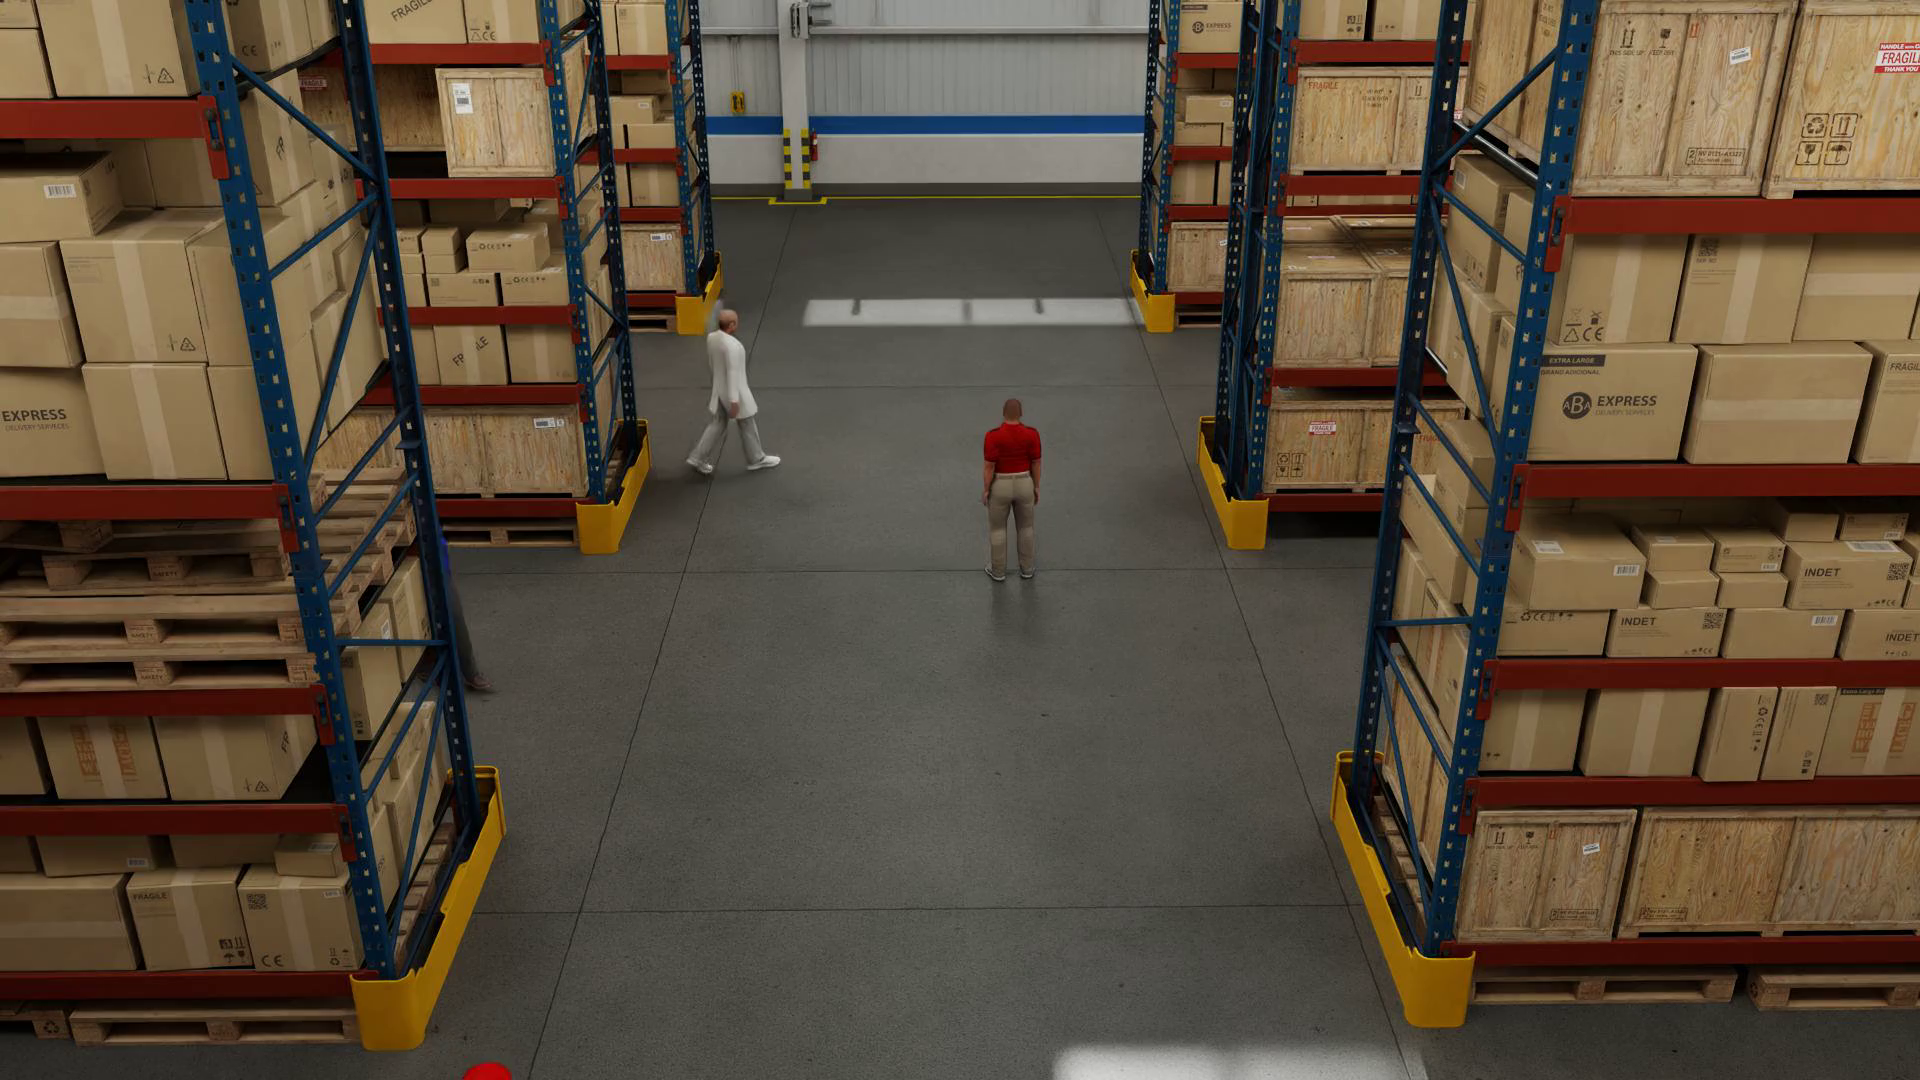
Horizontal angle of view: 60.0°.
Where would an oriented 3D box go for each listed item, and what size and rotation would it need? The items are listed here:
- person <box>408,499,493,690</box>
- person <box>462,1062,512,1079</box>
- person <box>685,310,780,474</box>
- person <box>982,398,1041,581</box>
[{"bbox_3d":[-4.082,0.438,13.076,0.715,1.646,0.472,15,29,29],"label":"person"},{"bbox_3d":[-2.053,3.042,7.333,0.374,1.794,0.540,-21,32,-37],"label":"person"},{"bbox_3d":[-2.383,-1.520,17.113,1.002,1.756,0.613,-19,31,-35],"label":"person"},{"bbox_3d":[0.455,-0.469,14.925,0.527,1.730,0.369,-4,25,-8],"label":"person"}]
